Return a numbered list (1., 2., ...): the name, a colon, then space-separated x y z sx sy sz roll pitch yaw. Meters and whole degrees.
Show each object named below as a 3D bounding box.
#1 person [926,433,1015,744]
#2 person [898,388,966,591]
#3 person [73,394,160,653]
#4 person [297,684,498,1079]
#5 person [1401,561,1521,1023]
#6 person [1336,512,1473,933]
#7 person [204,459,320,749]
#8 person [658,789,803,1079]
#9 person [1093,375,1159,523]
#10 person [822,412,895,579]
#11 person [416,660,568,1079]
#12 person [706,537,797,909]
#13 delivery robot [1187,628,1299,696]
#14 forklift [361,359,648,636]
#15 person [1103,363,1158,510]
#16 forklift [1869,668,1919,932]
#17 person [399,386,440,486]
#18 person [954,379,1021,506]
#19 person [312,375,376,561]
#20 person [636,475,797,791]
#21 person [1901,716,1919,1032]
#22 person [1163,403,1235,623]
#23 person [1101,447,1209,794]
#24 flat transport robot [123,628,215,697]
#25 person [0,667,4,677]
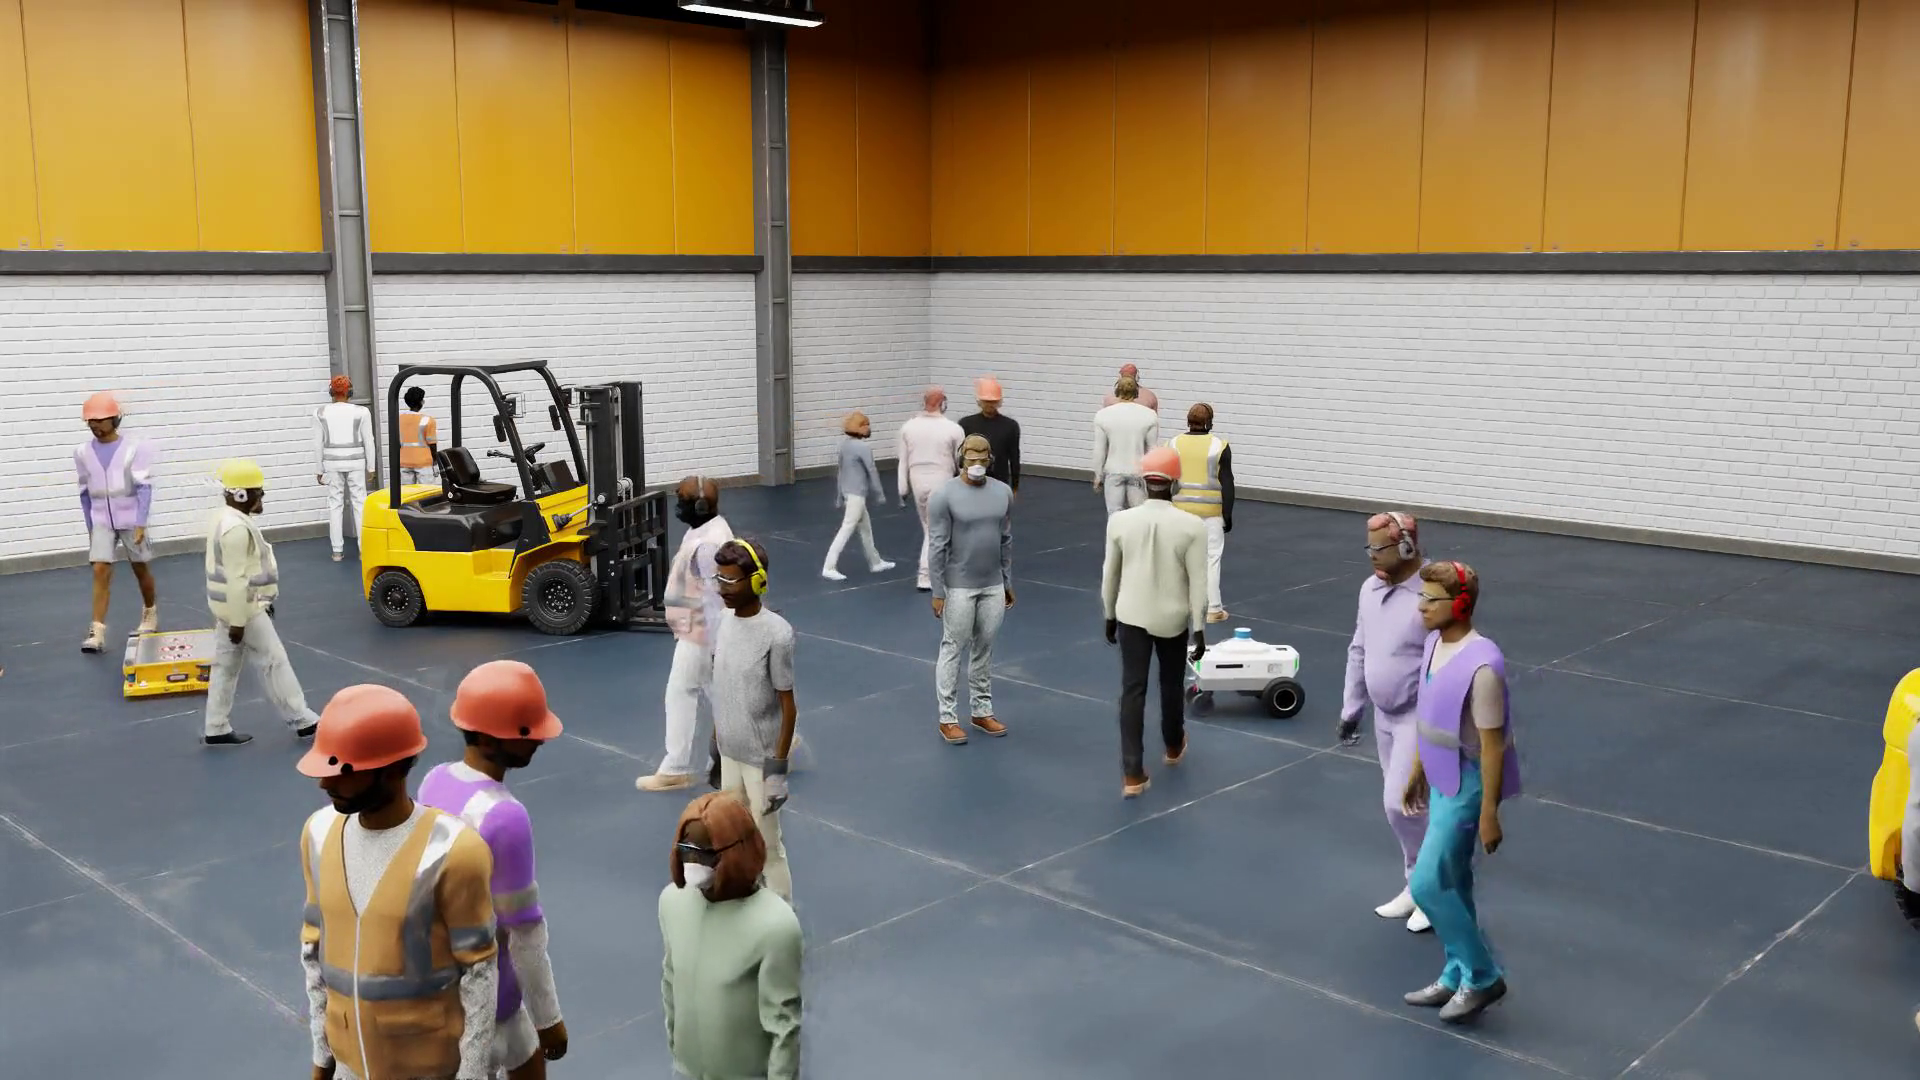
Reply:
1. person: 0.077 0.296 10.415 0.635 1.936 0.353 -6 11 -35
2. person: -0.201 -0.486 15.467 0.667 1.850 1.014 4 10 24
3. person: -6.624 -0.155 13.050 0.611 1.991 1.036 -1 9 -5
4. person: -1.444 1.303 4.250 0.547 1.934 0.376 3 10 18
5. person: 1.946 0.983 6.508 0.440 1.831 0.566 0 9 1
6. person: 2.000 0.806 7.481 0.489 1.879 0.671 -3 10 -18
7. person: -4.293 0.392 10.270 0.866 1.796 0.596 -6 11 -32
8. person: -0.581 1.432 4.487 0.506 1.605 0.804 6 11 31
9. person: 1.599 -0.610 16.038 0.644 1.947 0.491 1 9 4
10. person: -0.994 -0.424 15.919 0.867 1.589 0.513 -5 11 -30
11. person: -1.400 1.257 4.744 1.004 1.876 0.575 -7 12 -37
12. person: -0.886 0.910 6.877 0.329 1.865 0.507 -9 13 -44
13. delivery robot: 1.880 0.830 11.079 0.707 0.478 0.477 -1 9 -3
14. forklift: -3.850 -0.407 13.936 2.313 2.155 1.214 2 9 11
15. person: 1.891 -1.021 18.606 0.636 1.902 0.406 -1 9 -6
16. forklift: 5.205 0.723 7.013 2.313 2.155 1.214 9 13 43
17. person: -5.868 -0.812 17.973 0.529 1.690 0.321 3 10 18
18. person: 0.246 -0.527 15.463 0.622 1.947 0.996 1 9 7
19. person: -6.219 -0.725 16.839 0.584 1.882 0.345 -2 10 -13
20. person: -1.391 0.515 9.471 0.868 1.811 0.623 -1 9 -7
21. person: 3.556 1.136 5.704 0.625 1.811 0.942 0 9 2
22. person: 1.999 -0.227 13.913 0.622 1.845 0.429 5 10 26
23. person: 1.124 0.432 9.579 0.637 1.940 1.014 3 10 17
24. flat transport robot: -5.678 0.859 12.056 0.652 0.197 1.431 -4 10 -24
25. person: -7.210 0.040 11.815 0.612 1.991 0.391 1 9 3
